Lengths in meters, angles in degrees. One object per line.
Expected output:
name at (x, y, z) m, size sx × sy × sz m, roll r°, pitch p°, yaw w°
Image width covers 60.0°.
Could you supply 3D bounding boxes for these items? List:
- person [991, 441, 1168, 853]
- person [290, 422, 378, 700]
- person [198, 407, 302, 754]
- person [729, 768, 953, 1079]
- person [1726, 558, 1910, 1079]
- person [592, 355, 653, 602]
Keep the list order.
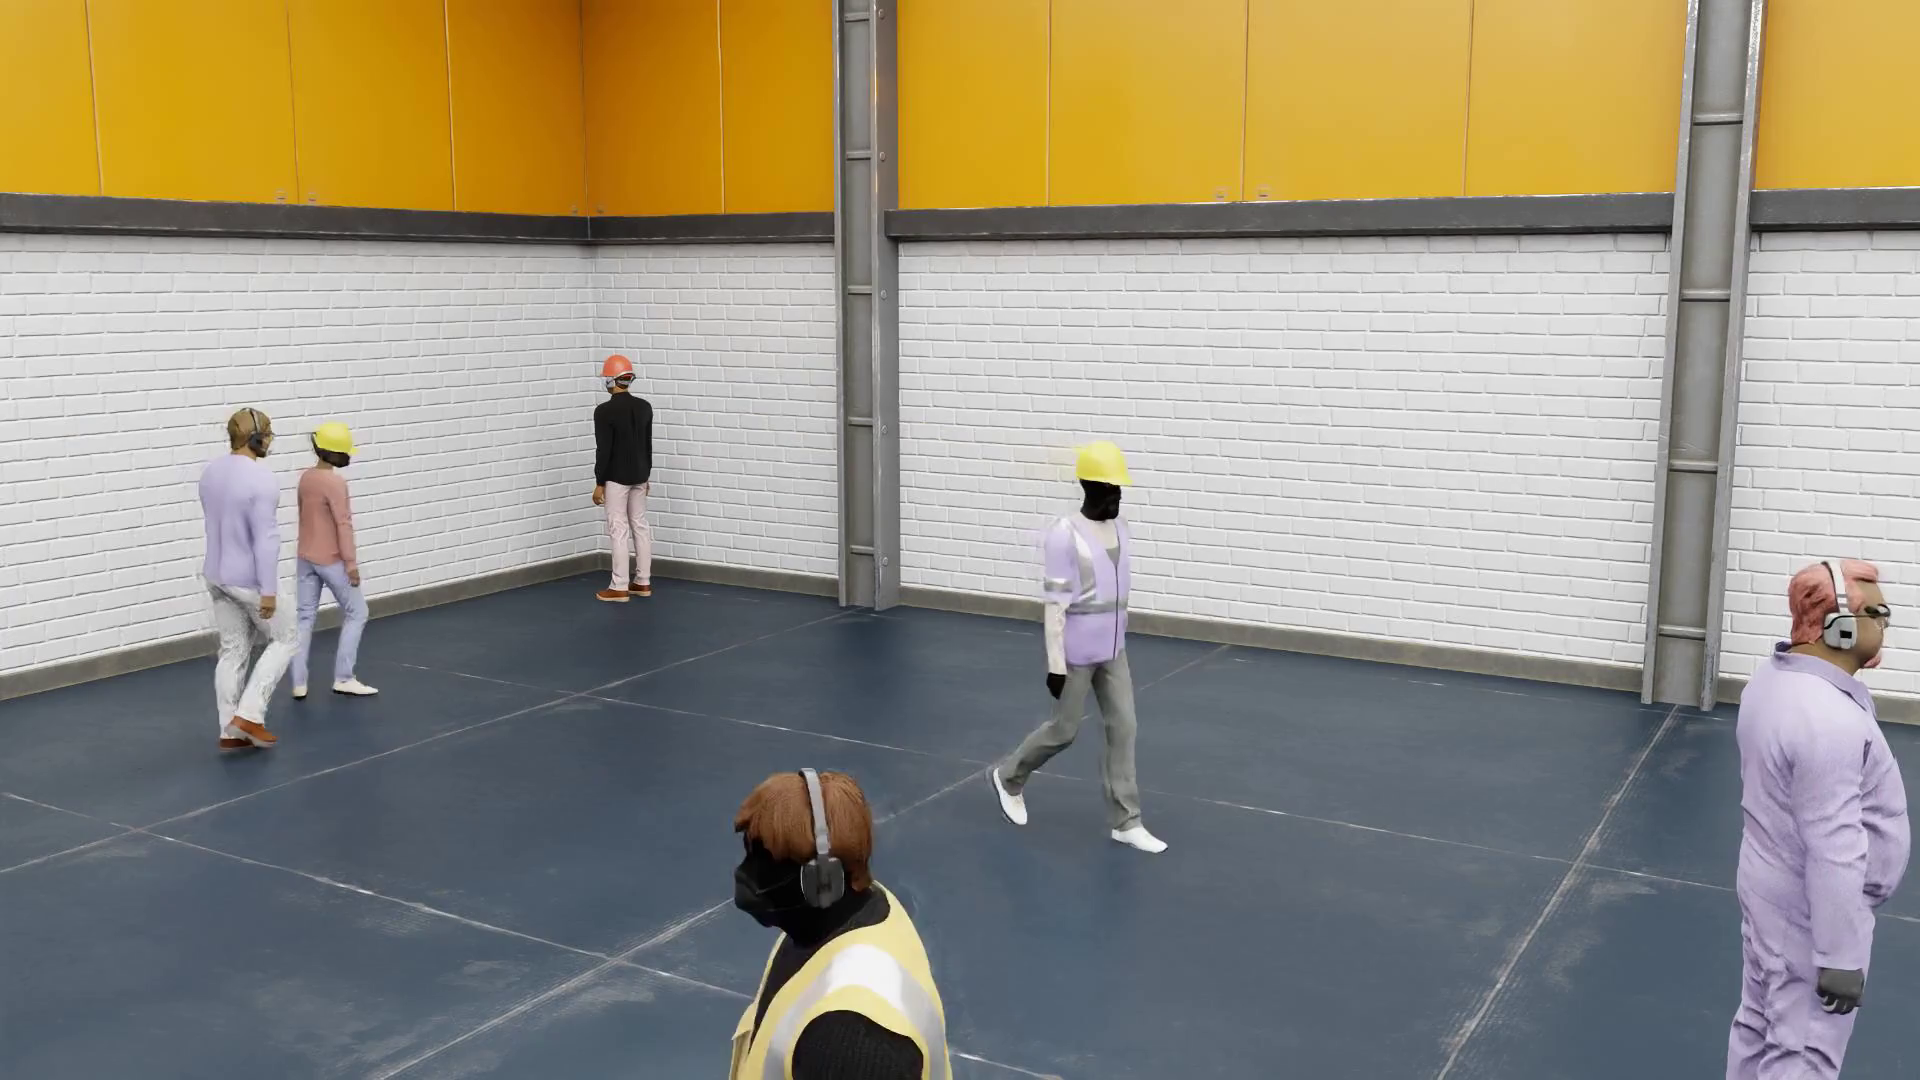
person at (0.548, 0.473, 7.741) m, size 0.884 × 1.899 × 0.598 m, roll 8°, pitch 12°, yaw 41°
person at (-3.911, 0.137, 10.301) m, size 0.627 × 1.728 × 0.482 m, roll 7°, pitch 12°, yaw 39°
person at (-3.920, 0.234, 9.149) m, size 0.643 × 1.921 × 0.453 m, roll 5°, pitch 11°, yaw 30°
person at (-0.245, 1.285, 2.999) m, size 0.988 × 1.788 × 0.648 m, roll -2°, pitch 9°, yaw -9°
person at (2.282, 0.993, 4.433) m, size 0.410 × 1.912 × 0.641 m, roll 2°, pitch 9°, yaw 11°
person at (-2.736, -0.499, 13.480) m, size 0.382 × 1.994 × 0.613 m, roll 6°, pitch 11°, yaw 32°
